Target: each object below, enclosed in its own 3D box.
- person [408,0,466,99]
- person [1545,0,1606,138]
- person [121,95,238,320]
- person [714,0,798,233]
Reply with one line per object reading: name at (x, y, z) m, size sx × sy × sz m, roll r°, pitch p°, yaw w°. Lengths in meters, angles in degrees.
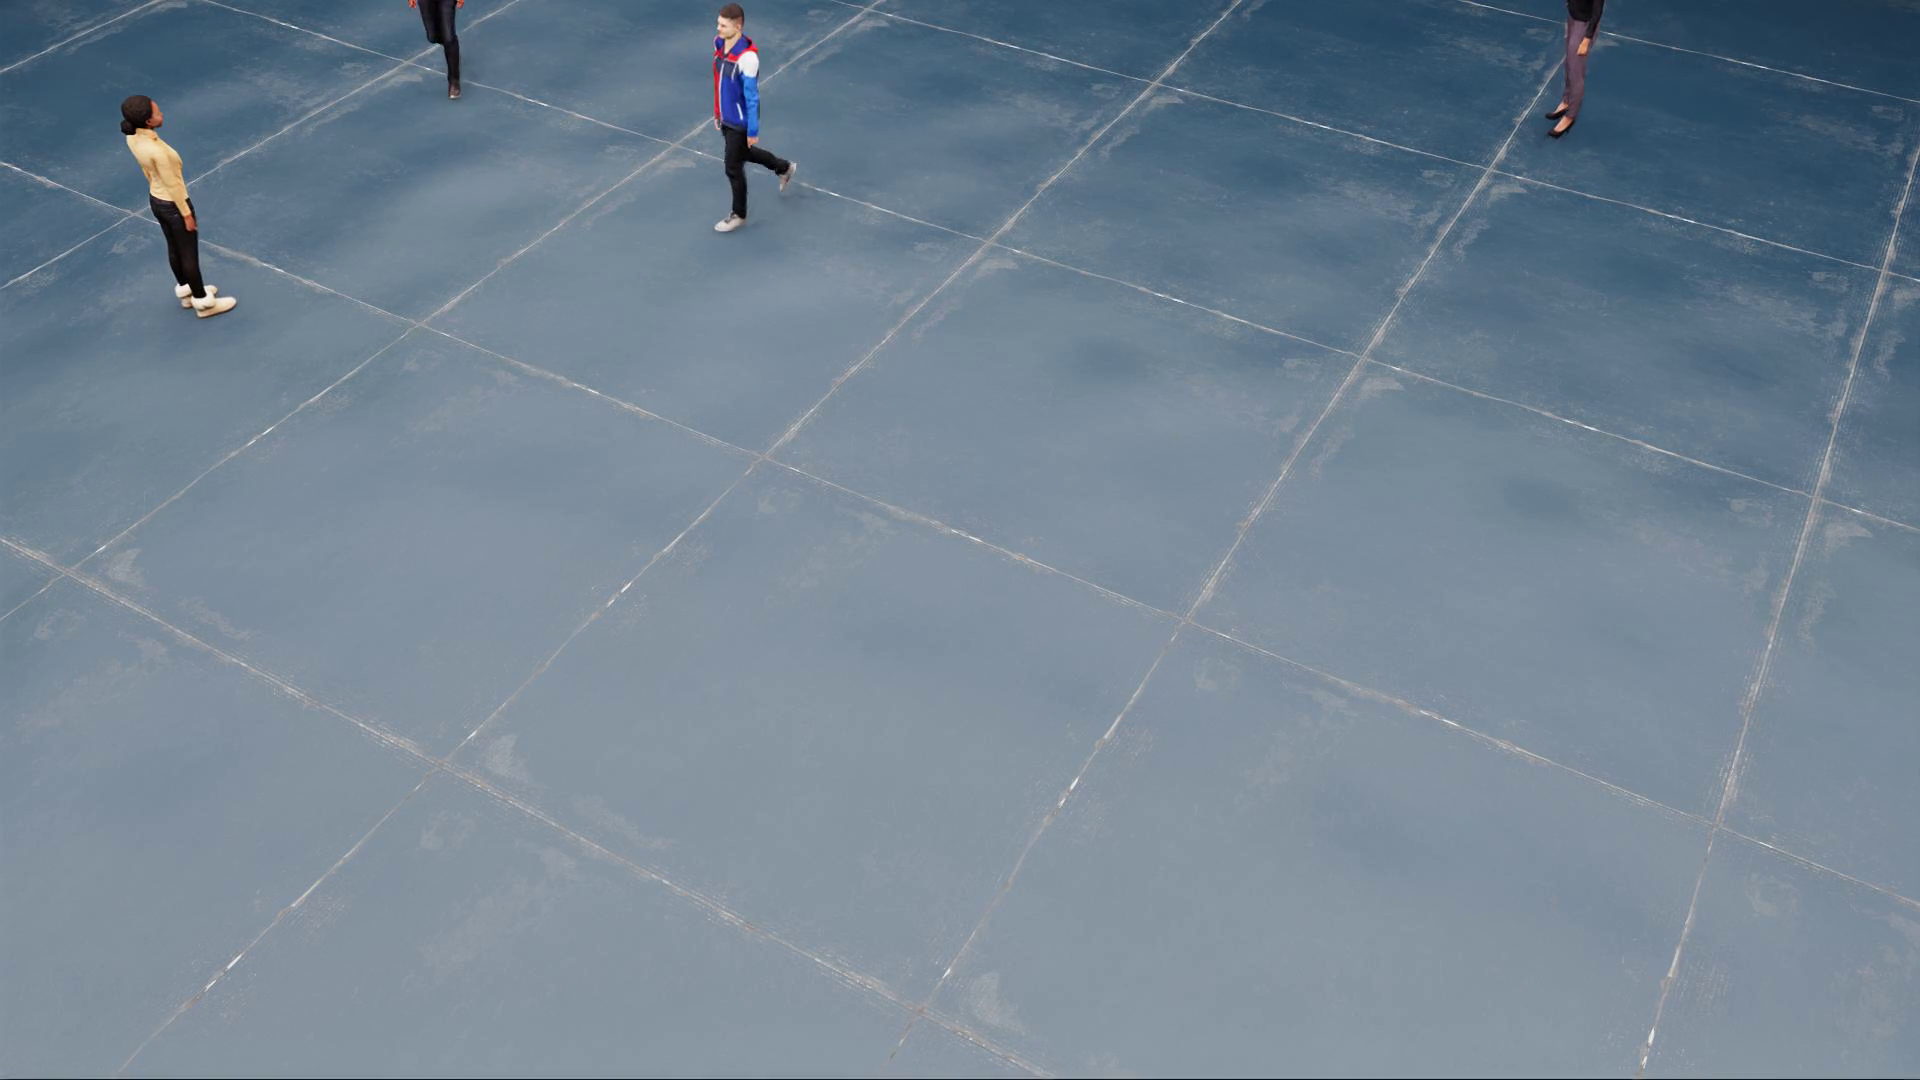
person at (-4.411, -4.672, 14.067) m, size 0.954 × 1.752 × 1.062 m, roll 3°, pitch 42°, yaw 3°
person at (5.062, -4.106, 13.506) m, size 0.735 × 1.668 × 0.601 m, roll 4°, pitch 42°, yaw 4°
person at (-5.483, -2.318, 11.544) m, size 0.617 × 1.660 × 0.580 m, roll 28°, pitch 49°, yaw 28°
person at (-1.590, -3.191, 12.448) m, size 1.130 × 1.736 × 0.942 m, roll -24°, pitch 47°, yaw -24°
